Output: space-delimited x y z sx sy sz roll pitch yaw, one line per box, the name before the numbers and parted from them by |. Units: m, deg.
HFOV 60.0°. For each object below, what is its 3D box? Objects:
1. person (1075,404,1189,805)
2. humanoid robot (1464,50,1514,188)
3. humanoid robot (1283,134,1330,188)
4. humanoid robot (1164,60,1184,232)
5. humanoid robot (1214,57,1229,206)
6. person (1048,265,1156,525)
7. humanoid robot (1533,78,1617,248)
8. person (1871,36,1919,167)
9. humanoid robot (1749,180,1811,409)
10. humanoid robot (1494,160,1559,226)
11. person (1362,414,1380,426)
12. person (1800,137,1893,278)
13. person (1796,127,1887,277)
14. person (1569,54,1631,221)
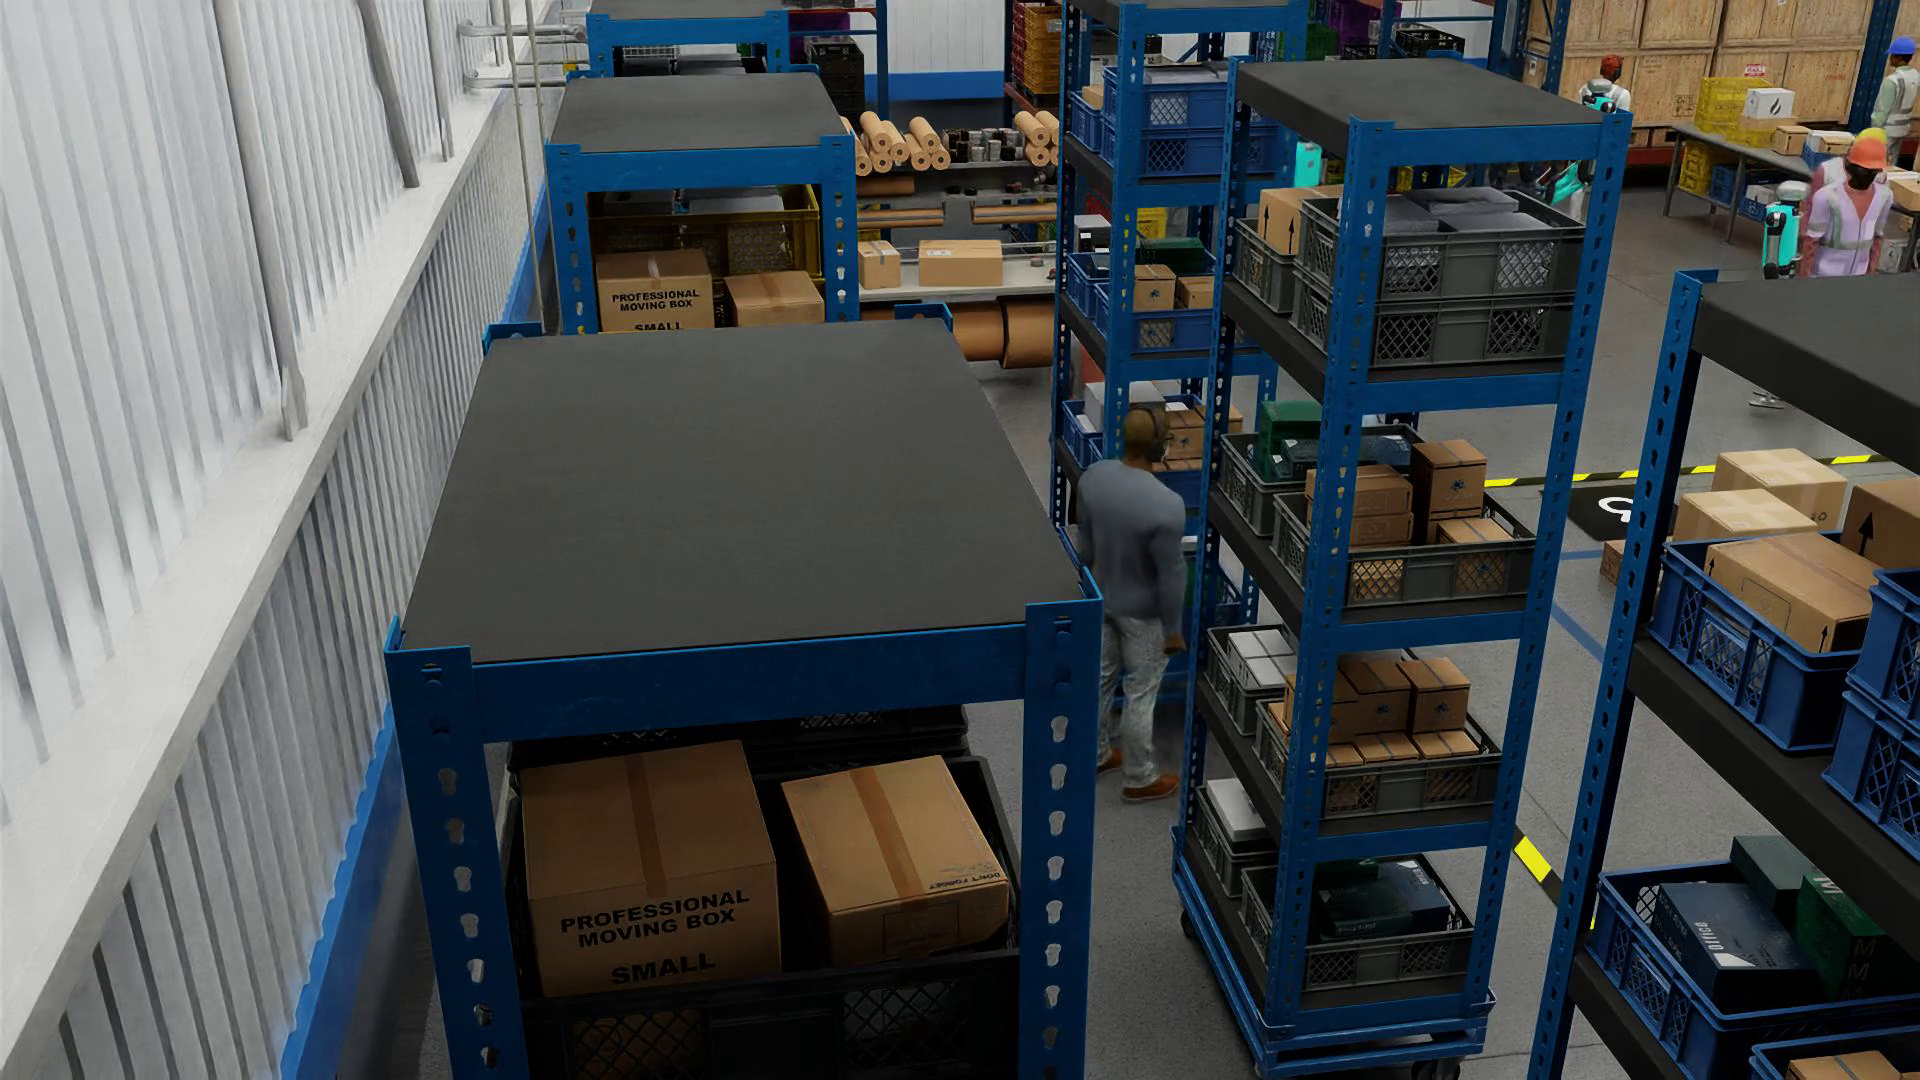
person | 0.786 0.303 7.645 0.352 1.936 0.634 -19 31 -35
humanoid robot | 6.022 -4.714 18.875 0.612 1.635 0.533 -8 26 -16
humanoid robot | 2.887 -2.922 14.956 0.549 1.765 1.042 -13 28 -25
humanoid robot | 2.265 -4.038 17.456 0.543 1.901 0.707 -17 30 -32
humanoid robot | 2.970 -4.523 18.441 0.600 1.642 0.376 11 27 22
person | 0.827 -0.688 9.764 0.613 1.962 0.361 1 25 1
humanoid robot | 5.983 -3.685 16.435 0.739 1.690 0.532 -2 25 -4
person | 9.958 -4.401 17.860 0.610 1.943 0.404 -16 29 -31
humanoid robot | 6.204 -1.774 12.242 0.735 1.673 0.533 17 30 32
humanoid robot | 5.183 -3.077 15.315 0.598 1.640 0.562 2 25 4
person | 1.816 0.188 7.996 0.586 1.852 0.384 -2 25 -4
person | 6.657 -2.022 12.574 0.613 2.040 0.389 -2 25 -5
person | 7.431 -2.590 14.108 0.630 1.796 0.512 8 26 17
person | 6.590 -4.038 17.146 0.356 1.882 0.573 -20 31 -36
